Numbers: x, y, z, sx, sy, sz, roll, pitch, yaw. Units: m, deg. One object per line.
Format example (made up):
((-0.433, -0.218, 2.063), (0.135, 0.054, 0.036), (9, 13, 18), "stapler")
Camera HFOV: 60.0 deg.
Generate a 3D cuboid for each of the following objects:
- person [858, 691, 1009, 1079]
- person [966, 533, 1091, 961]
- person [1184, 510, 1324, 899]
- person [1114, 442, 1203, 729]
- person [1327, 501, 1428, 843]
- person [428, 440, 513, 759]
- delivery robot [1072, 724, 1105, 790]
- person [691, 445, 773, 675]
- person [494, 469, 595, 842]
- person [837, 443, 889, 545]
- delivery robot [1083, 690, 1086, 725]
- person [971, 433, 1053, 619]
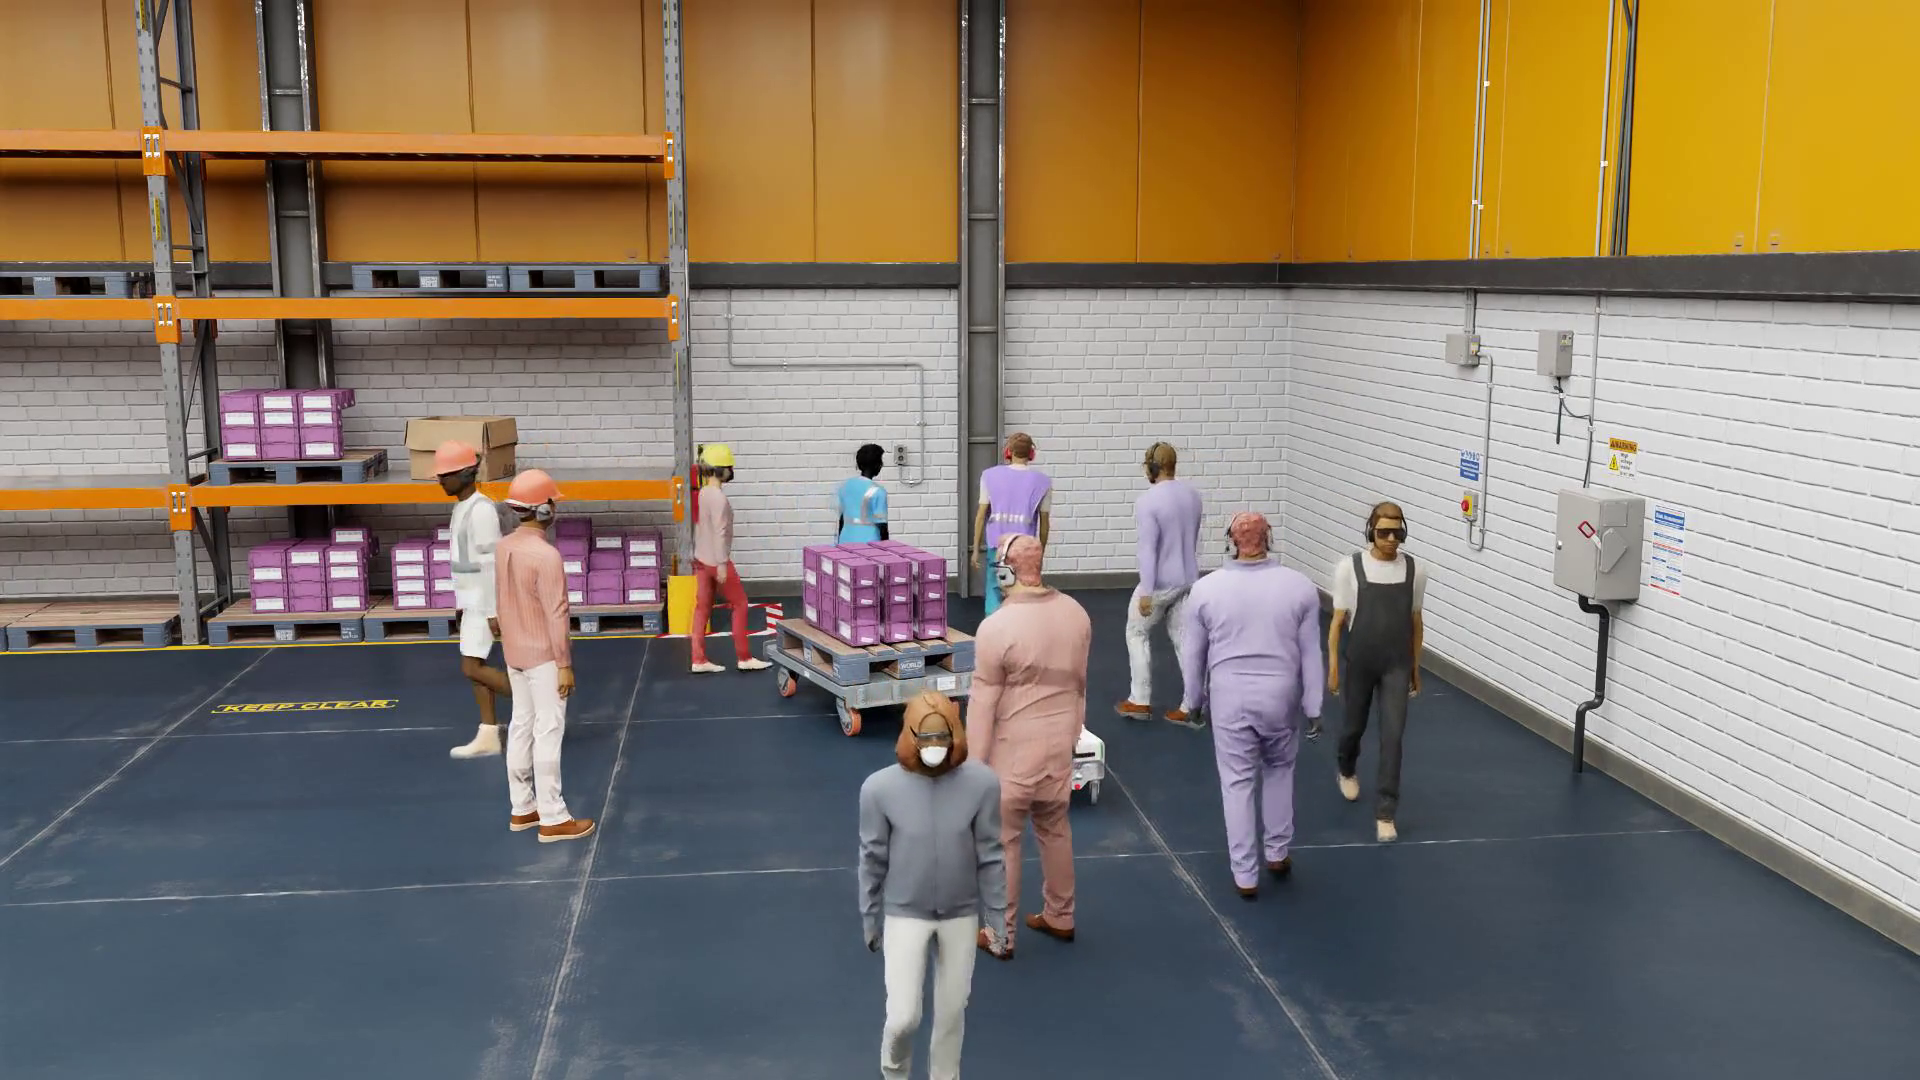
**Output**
((-0.082, 1.316, 5.720), (0.505, 1.624, 0.338), (-2, 9, -14), "person")
((0.289, 0.911, 7.382), (0.674, 1.896, 0.415), (-8, 12, -42), "person")
((1.437, 0.788, 8.205), (0.676, 1.877, 0.692), (1, 9, 9), "person")
((1.335, 0.299, 11.172), (0.700, 1.906, 0.774), (-8, 12, -42), "person")
((2.275, 0.669, 9.155), (0.520, 1.824, 0.859), (0, 9, 3), "person")
((-2.981, 0.369, 10.422), (0.612, 2.006, 0.620), (-4, 10, -25), "person")
((0.563, 1.179, 9.596), (0.477, 0.478, 0.707), (-3, 10, -18), "delivery robot")
((-1.732, 0.150, 12.580), (0.711, 1.741, 0.547), (-4, 10, -26), "person")
((-2.256, 0.615, 8.916), (0.373, 1.997, 0.618), (-9, 13, -44), "person")
((-0.767, 0.060, 13.353), (0.368, 1.676, 0.562), (-8, 12, -43), "person")
((0.587, 1.062, 10.327), (0.477, 0.478, 0.707), (1, 9, 9), "delivery robot")
((0.401, 0.077, 12.850), (0.617, 1.807, 0.551), (0, 9, 2), "person")
